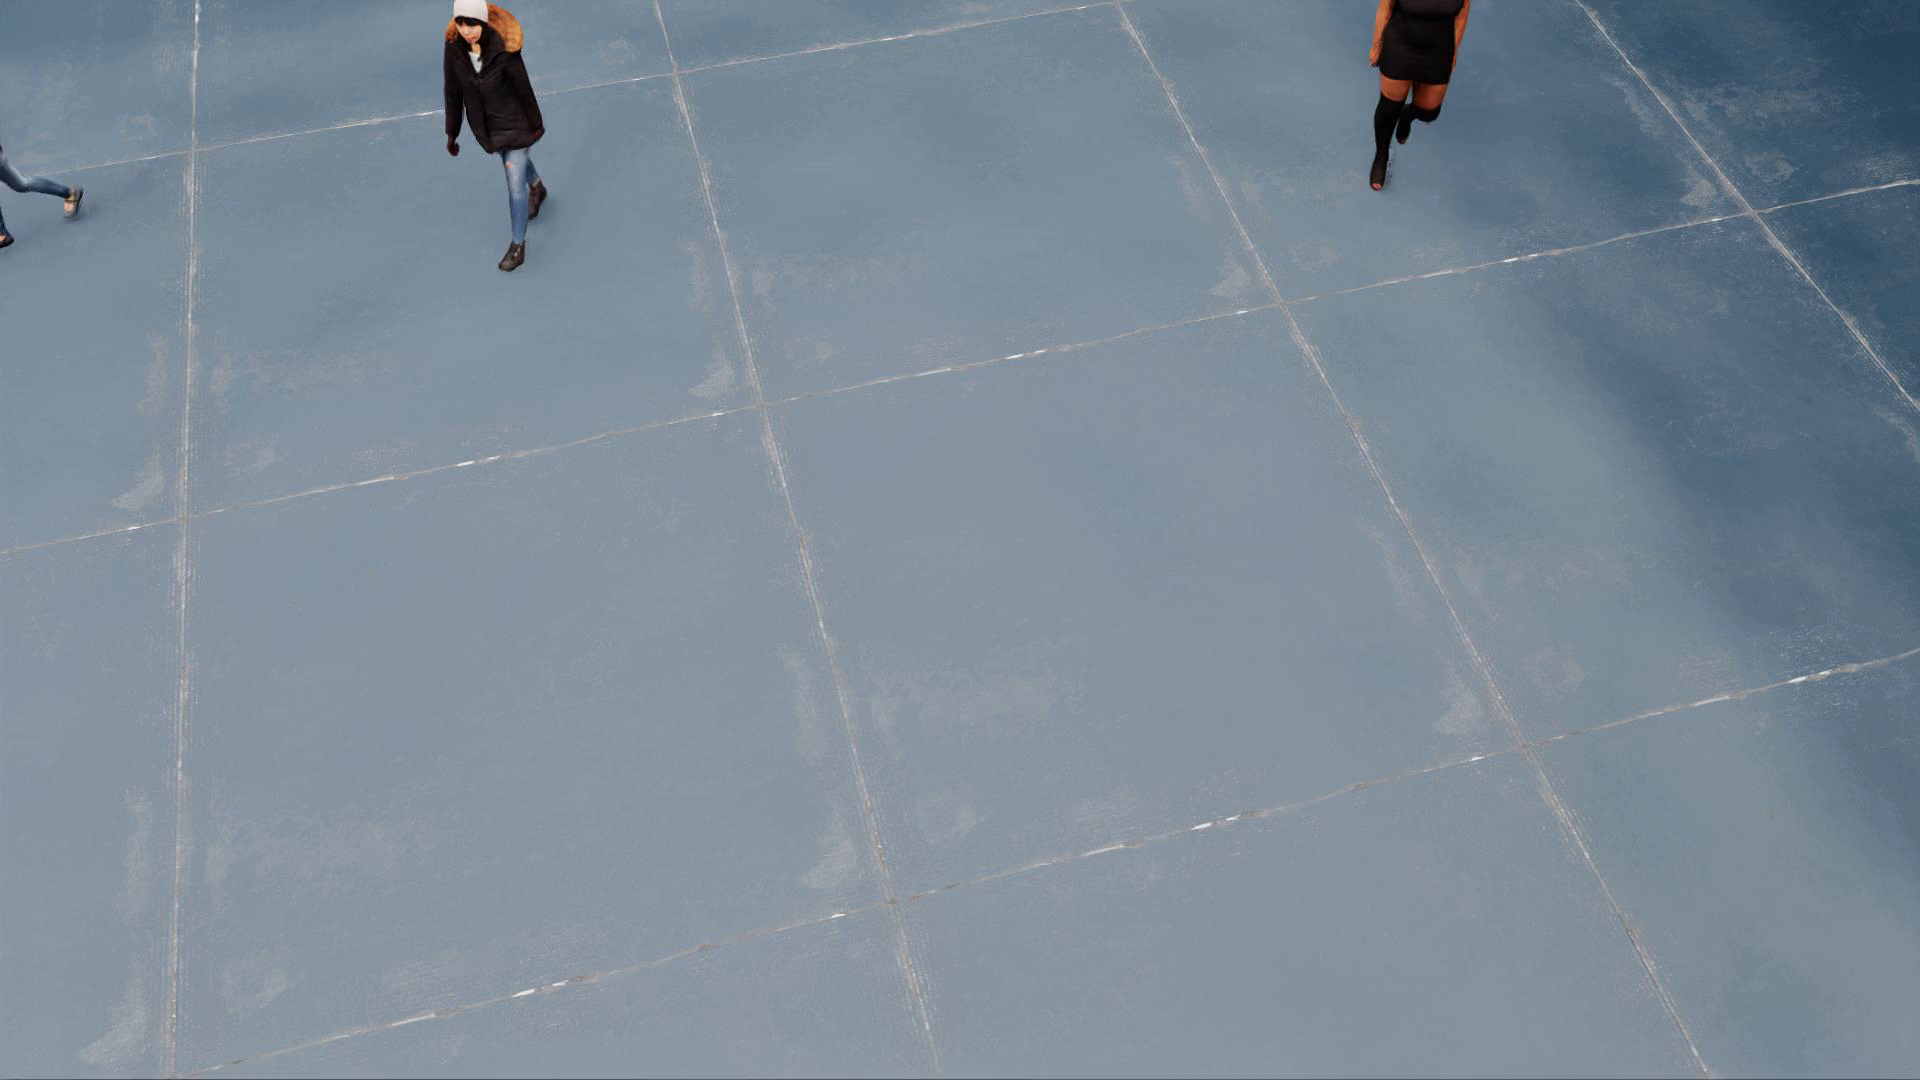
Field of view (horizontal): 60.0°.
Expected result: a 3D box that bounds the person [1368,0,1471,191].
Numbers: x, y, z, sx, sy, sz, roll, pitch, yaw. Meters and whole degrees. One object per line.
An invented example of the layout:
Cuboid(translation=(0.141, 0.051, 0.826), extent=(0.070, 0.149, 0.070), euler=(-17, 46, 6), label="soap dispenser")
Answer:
Cuboid(translation=(2.590, -2.828, 9.425), extent=(0.820, 1.840, 0.898), euler=(9, 53, 7), label="person")

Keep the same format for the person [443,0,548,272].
Cuboid(translation=(-2.529, -2.364, 9.222), extent=(0.946, 1.592, 1.134), euler=(11, 53, 8), label="person")
